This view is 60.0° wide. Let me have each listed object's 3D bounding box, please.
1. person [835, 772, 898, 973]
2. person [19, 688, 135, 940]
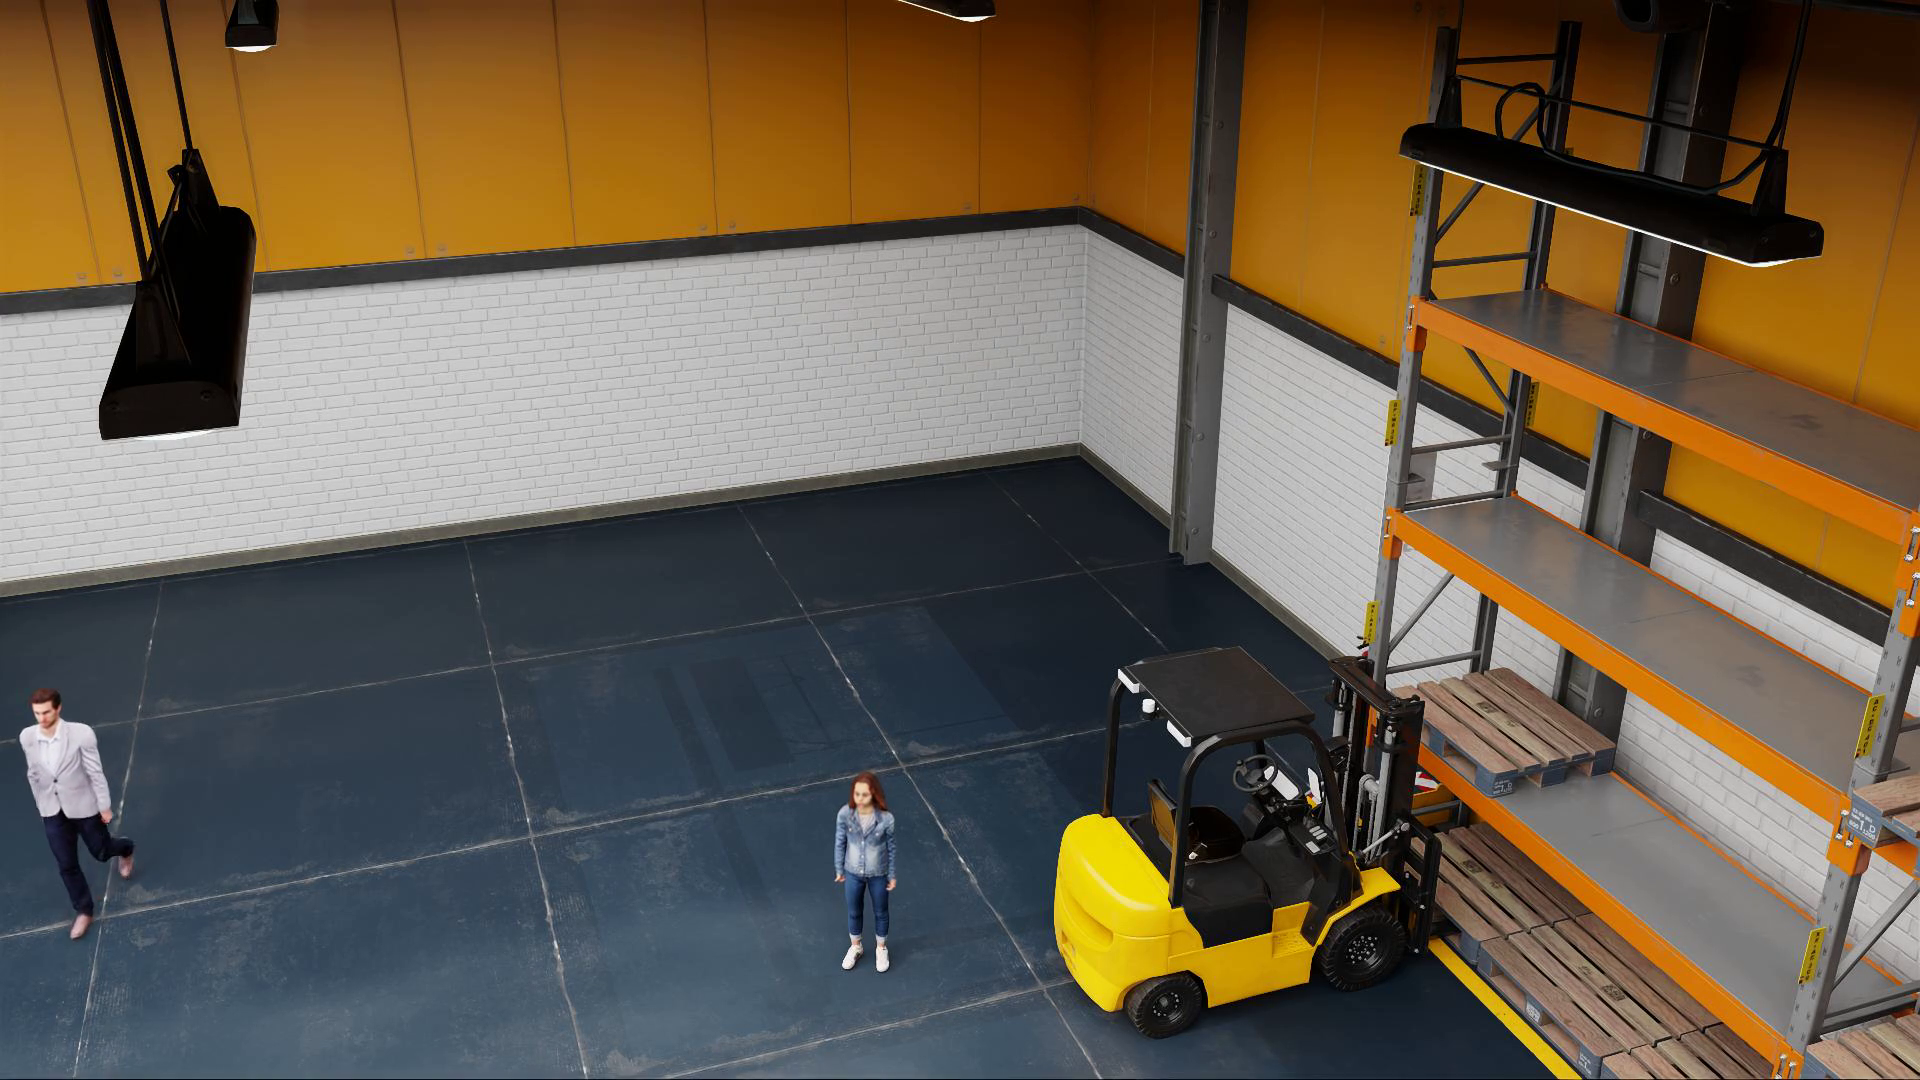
[{"bbox_3d":[-0.616,2.202,11.107,0.634,1.476,0.637,3,24,7],"label":"person"},{"bbox_3d":[-6.142,1.807,11.572,0.864,1.827,1.122,-1,24,-2],"label":"person"}]
